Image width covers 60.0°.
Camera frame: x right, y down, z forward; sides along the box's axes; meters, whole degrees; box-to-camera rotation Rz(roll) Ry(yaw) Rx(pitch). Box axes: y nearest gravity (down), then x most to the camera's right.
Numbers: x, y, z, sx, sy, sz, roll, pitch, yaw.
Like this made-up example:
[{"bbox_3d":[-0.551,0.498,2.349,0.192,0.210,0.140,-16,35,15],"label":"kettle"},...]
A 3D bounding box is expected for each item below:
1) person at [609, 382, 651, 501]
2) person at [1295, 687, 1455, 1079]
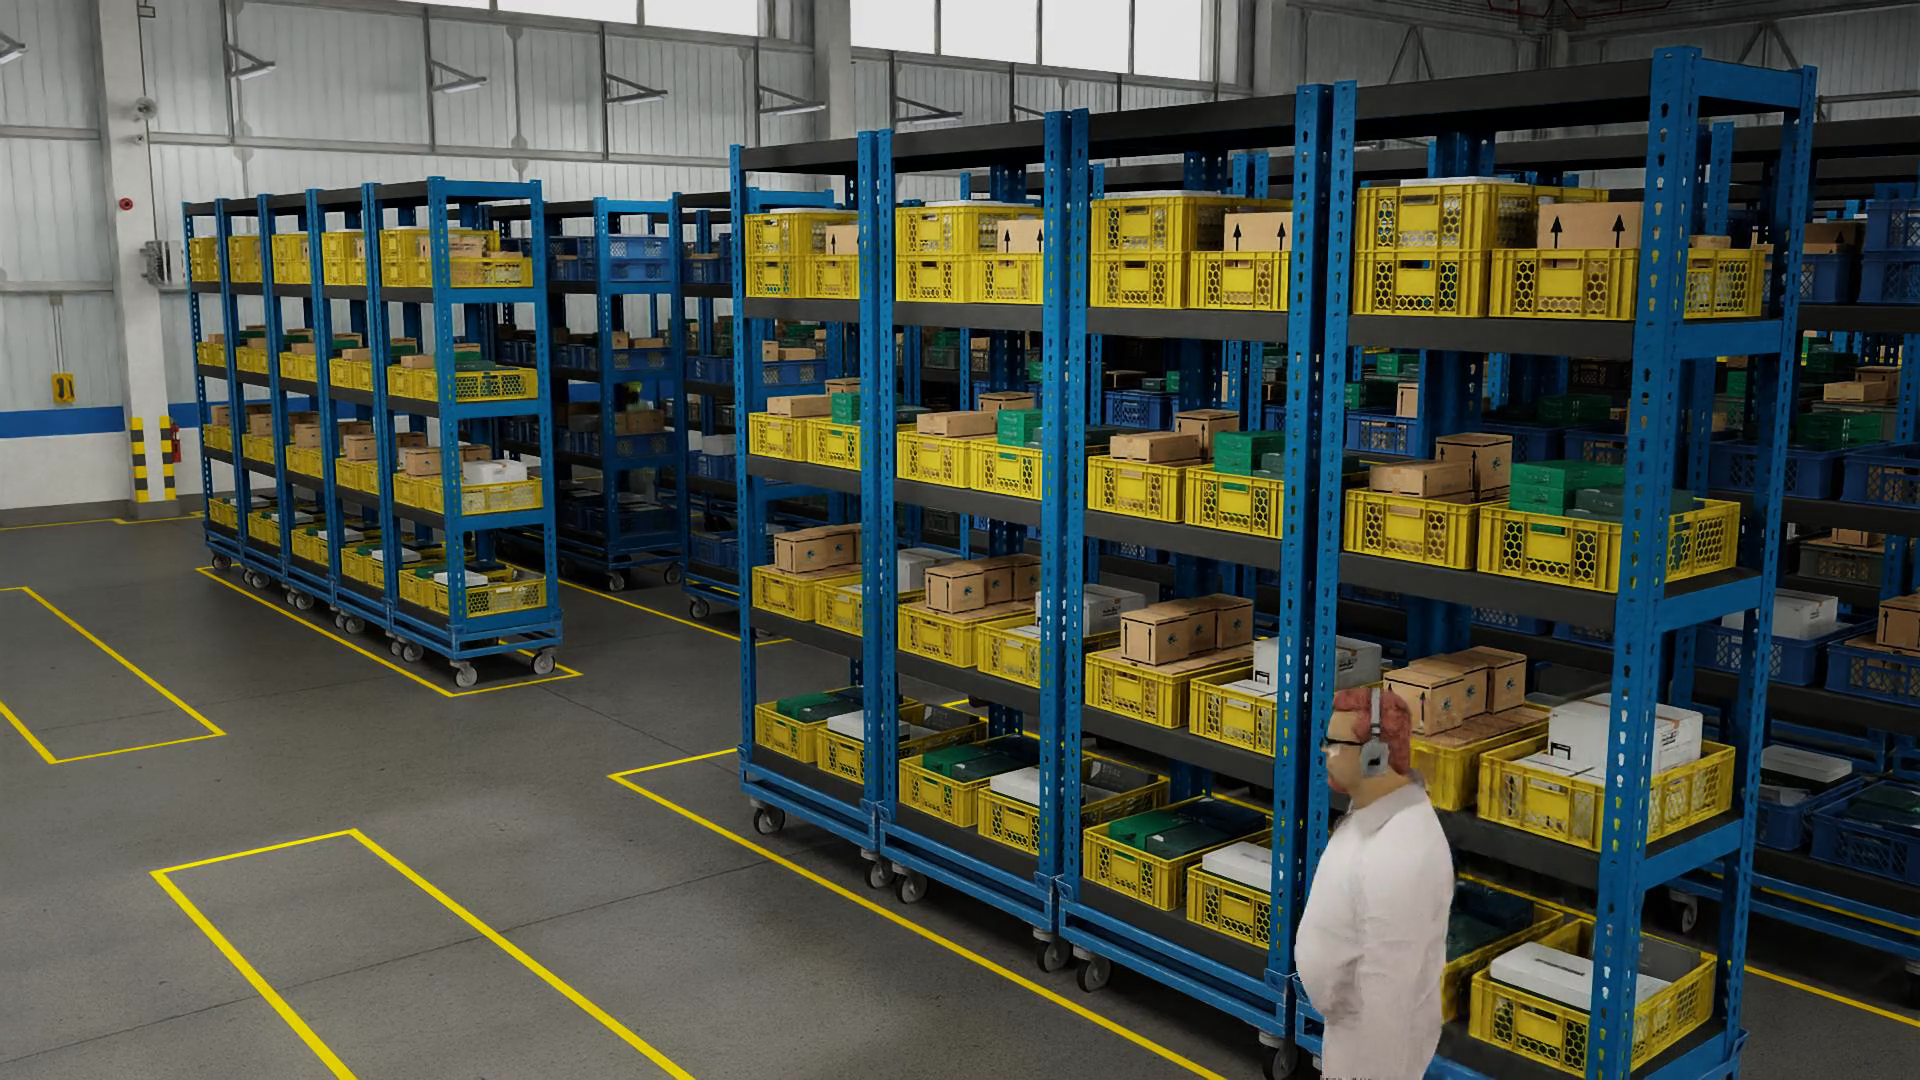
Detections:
[{"bbox_3d":[-3.714,-0.977,18.682,0.586,1.817,0.449,-5,11,-30],"label":"person"},{"bbox_3d":[1.187,1.330,4.531,0.586,1.893,0.656,1,10,8],"label":"person"}]
